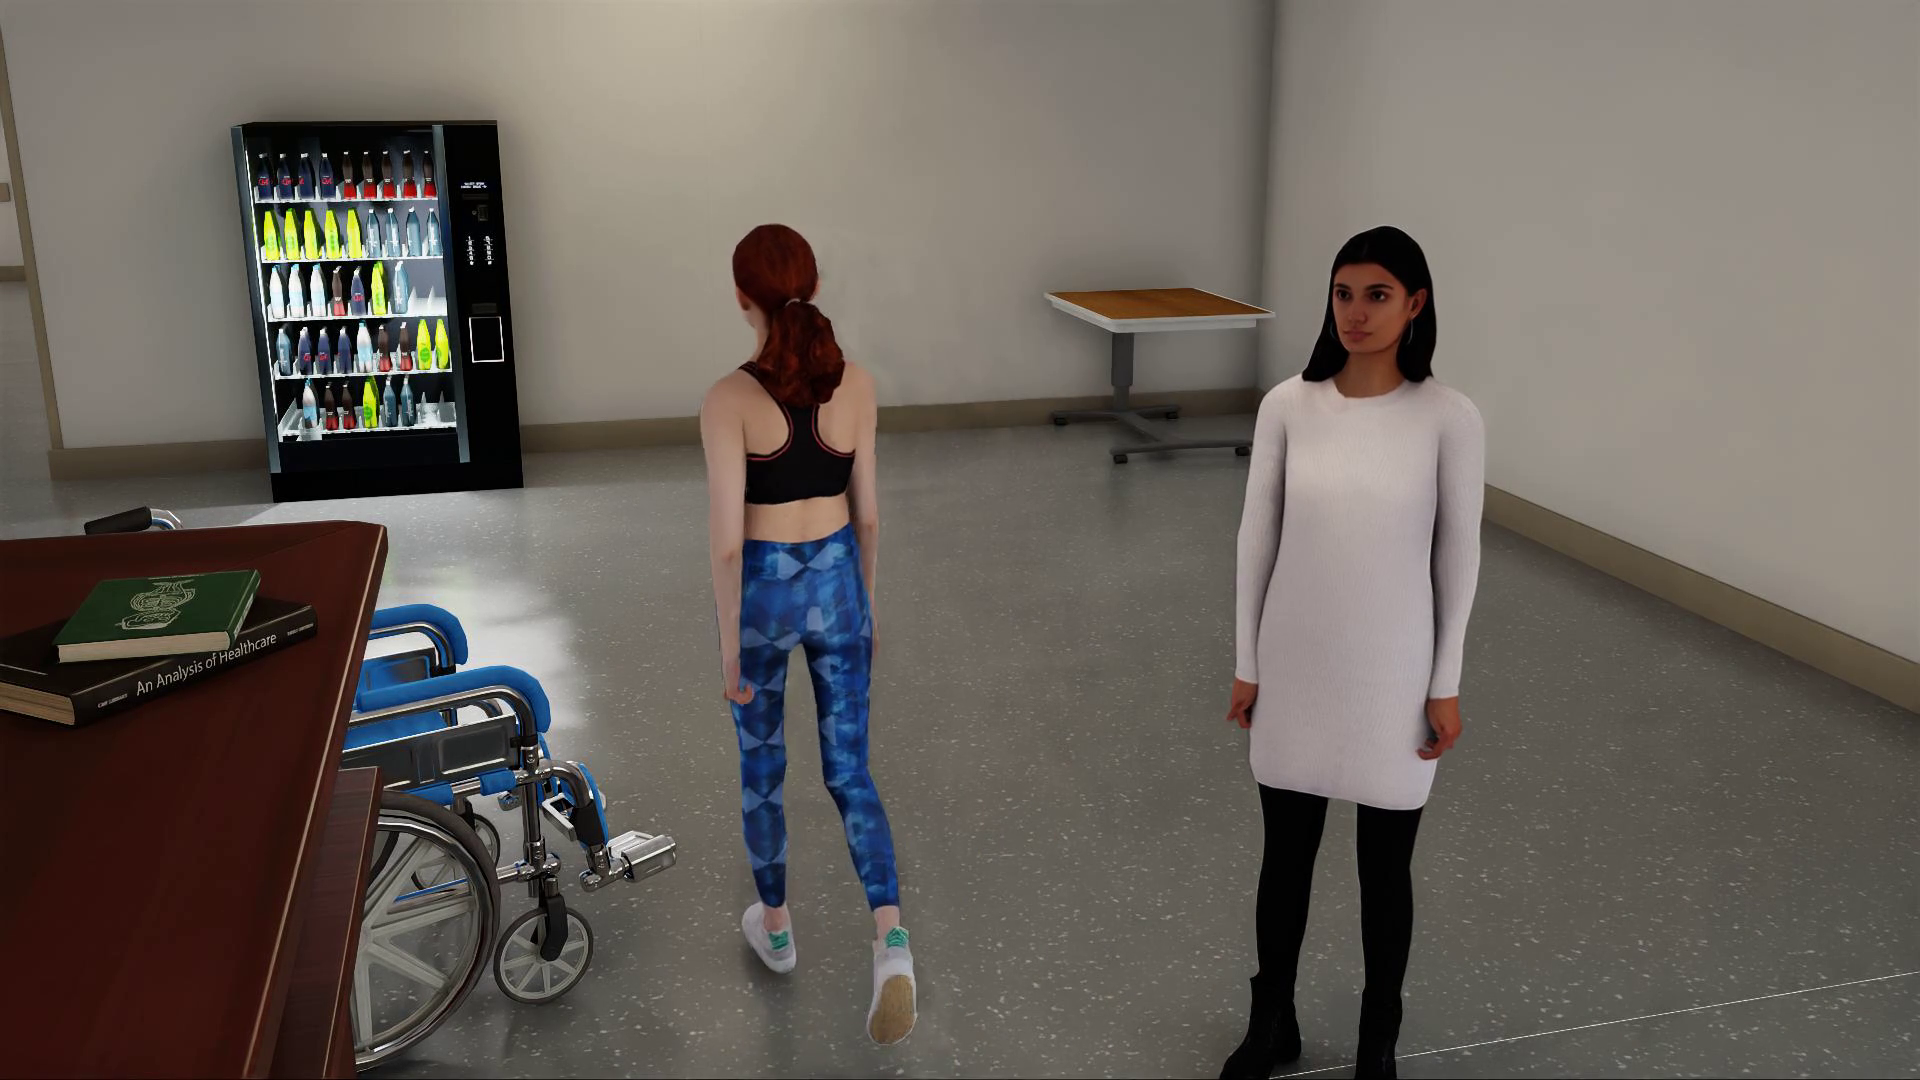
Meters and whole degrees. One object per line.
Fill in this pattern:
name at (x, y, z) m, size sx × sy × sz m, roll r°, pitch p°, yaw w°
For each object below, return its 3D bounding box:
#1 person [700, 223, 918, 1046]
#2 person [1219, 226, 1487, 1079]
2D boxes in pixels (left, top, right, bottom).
person at (-0.309, 0.238, 3.566) m, size 1.056 × 1.765 × 0.727 m, roll -7°, pitch 17°, yaw -24°
person at (0.788, 0.288, 3.311) m, size 0.659 × 1.807 × 0.739 m, roll 7°, pitch 17°, yaw 24°
